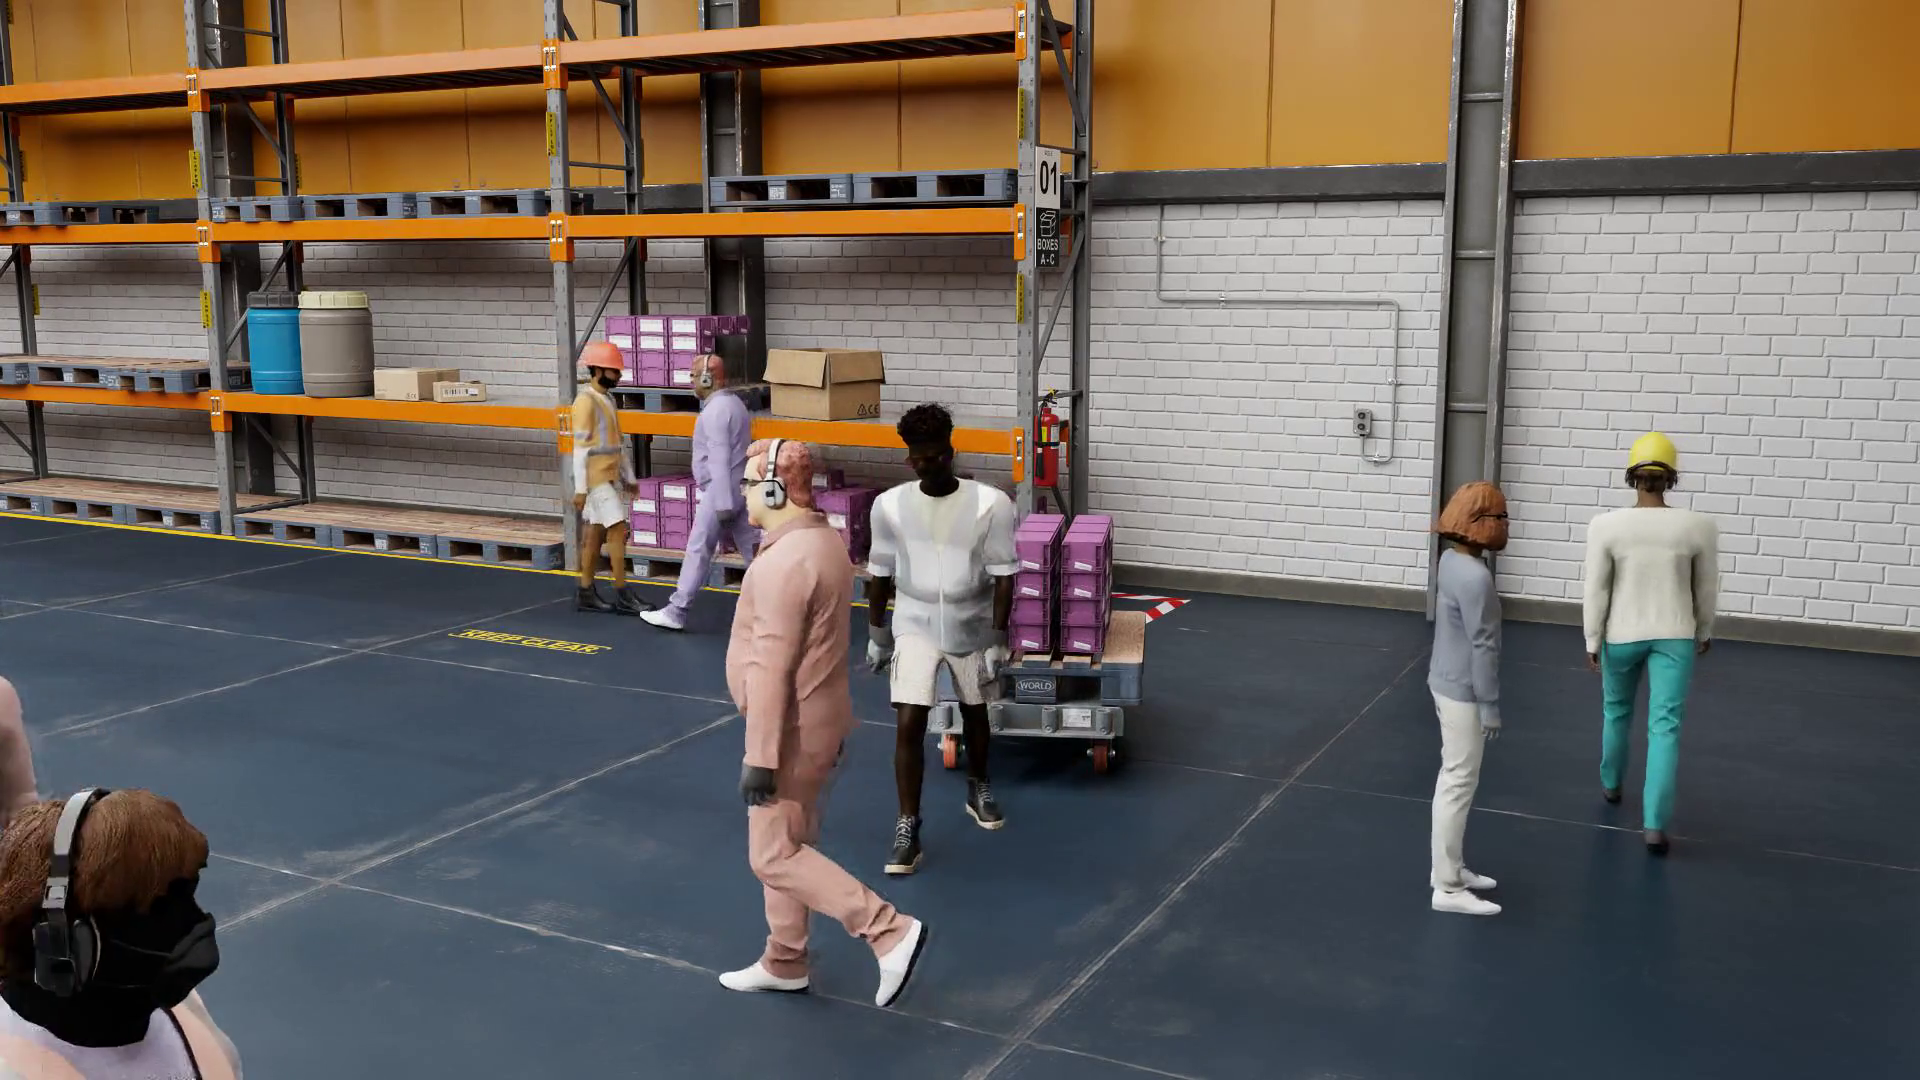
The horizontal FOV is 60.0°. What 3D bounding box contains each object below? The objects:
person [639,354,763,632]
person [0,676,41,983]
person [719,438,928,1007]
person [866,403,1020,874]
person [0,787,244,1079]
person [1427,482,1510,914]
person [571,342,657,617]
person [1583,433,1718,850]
[{"bbox_3d":[-1.643,-0.290,11.003,1.001,1.851,0.647,2,9,11],"label":"person"},{"bbox_3d":[-2.445,0.899,4.043,0.671,1.737,0.556,5,11,29],"label":"person"},{"bbox_3d":[-0.462,0.608,5.371,0.651,1.885,0.650,1,9,7],"label":"person"},{"bbox_3d":[-0.073,0.369,6.913,0.644,1.890,0.916,0,9,2],"label":"person"},{"bbox_3d":[-1.037,1.191,2.096,0.976,1.794,0.627,0,9,1],"label":"person"},{"bbox_3d":[1.928,0.591,6.275,0.313,1.635,0.501,1,9,6],"label":"person"},{"bbox_3d":[-2.385,-0.417,11.593,0.738,1.912,0.554,1,9,6],"label":"person"},{"bbox_3d":[2.951,0.406,7.146,0.540,1.720,0.929,3,10,19],"label":"person"}]
